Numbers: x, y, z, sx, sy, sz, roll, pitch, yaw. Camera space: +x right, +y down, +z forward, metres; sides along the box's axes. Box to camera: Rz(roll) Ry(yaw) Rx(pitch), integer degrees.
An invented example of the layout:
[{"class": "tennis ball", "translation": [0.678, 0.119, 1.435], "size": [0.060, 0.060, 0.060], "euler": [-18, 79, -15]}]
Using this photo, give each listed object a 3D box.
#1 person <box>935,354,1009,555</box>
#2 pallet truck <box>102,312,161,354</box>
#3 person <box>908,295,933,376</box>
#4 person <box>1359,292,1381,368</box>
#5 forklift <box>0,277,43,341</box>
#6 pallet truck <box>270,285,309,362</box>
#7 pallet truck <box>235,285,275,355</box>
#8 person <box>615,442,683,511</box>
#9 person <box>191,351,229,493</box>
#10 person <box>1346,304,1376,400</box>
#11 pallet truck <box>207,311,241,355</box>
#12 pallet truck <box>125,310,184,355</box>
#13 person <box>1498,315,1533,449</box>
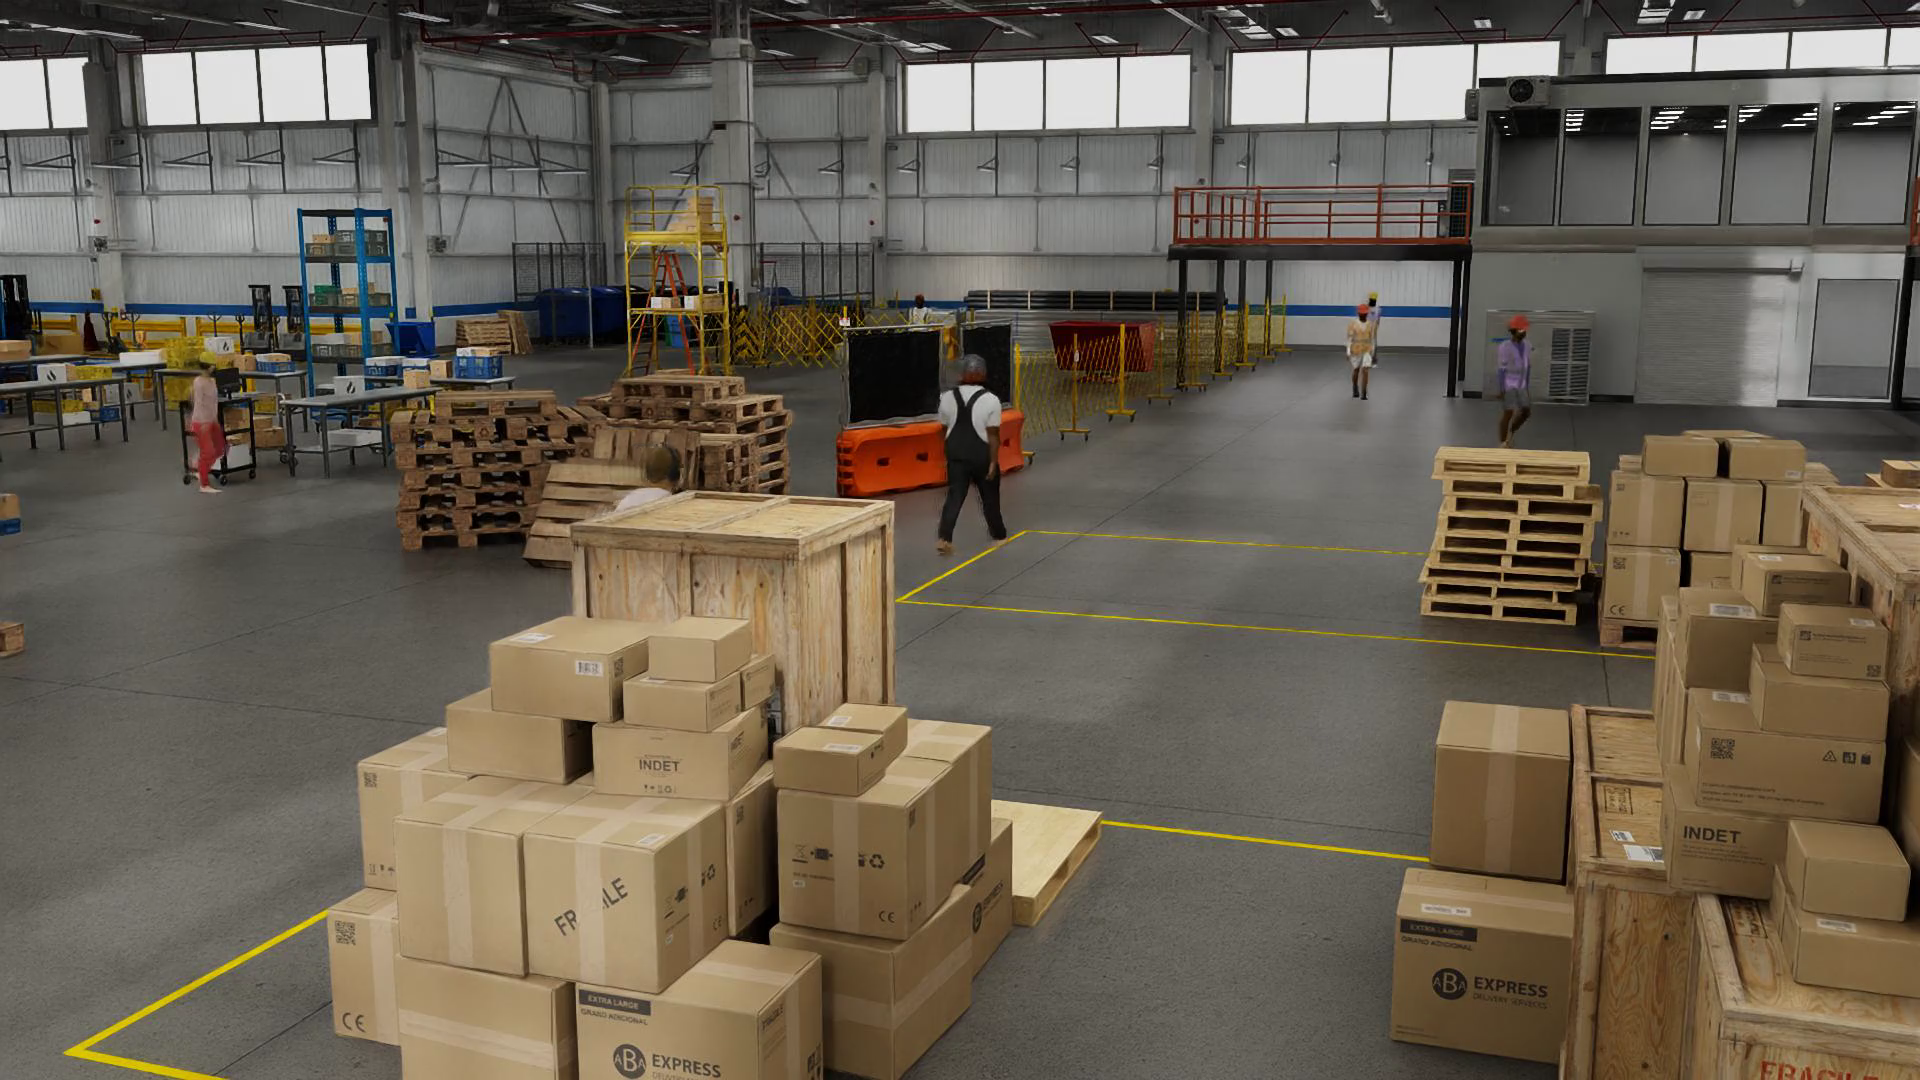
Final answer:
[{"class": "person", "translation": [0.108, -0.877, 16.376], "size": [0.680, 2.000, 1.035], "euler": [5, 11, 25]}, {"class": "pallet truck", "translation": [-23.057, -5.777, 46.261], "size": [0.680, 1.201, 1.601], "euler": [3, 11, 19]}, {"class": "person", "translation": [-0.929, -4.753, 38.648], "size": [0.586, 1.882, 0.343], "euler": [3, 11, 19]}, {"class": "person", "translation": [10.116, -5.212, 41.219], "size": [0.602, 1.895, 0.842], "euler": [-2, 10, -13]}, {"class": "forklift", "translation": [-27.151, -6.329, 46.328], "size": [1.157, 1.987, 2.680], "euler": [3, 11, 17]}, {"class": "pallet truck", "translation": [-17.147, -5.700, 43.663], "size": [0.823, 1.965, 1.885], "euler": [3, 11, 17]}, {"class": "pallet truck", "translation": [-18.327, -5.835, 44.421], "size": [0.823, 1.965, 1.885], "euler": [4, 11, 23]}, {"class": "person", "translation": [-1.637, 0.387, 9.630], "size": [0.645, 1.902, 0.881], "euler": [9, 13, 40]}, {"class": "person", "translation": [-9.210, -1.438, 20.379], "size": [0.370, 1.745, 0.569], "euler": [0, 10, 0]}, {"class": "person", "translation": [7.918, -3.728, 32.873], "size": [0.562, 1.893, 0.999], "euler": [1, 10, 6]}, {"class": "pallet truck", "translation": [-19.537, -5.575, 44.913], "size": [0.653, 1.274, 1.630], "euler": [3, 11, 19]}, {"class": "pallet truck", "translation": [-22.038, -5.665, 45.457], "size": [0.704, 1.261, 1.522], "euler": [3, 11, 17]}, {"class": "person", "translation": [8.000, -2.217, 23.966], "size": [0.623, 2.029, 0.437], "euler": [-5, 11, -27]}]
